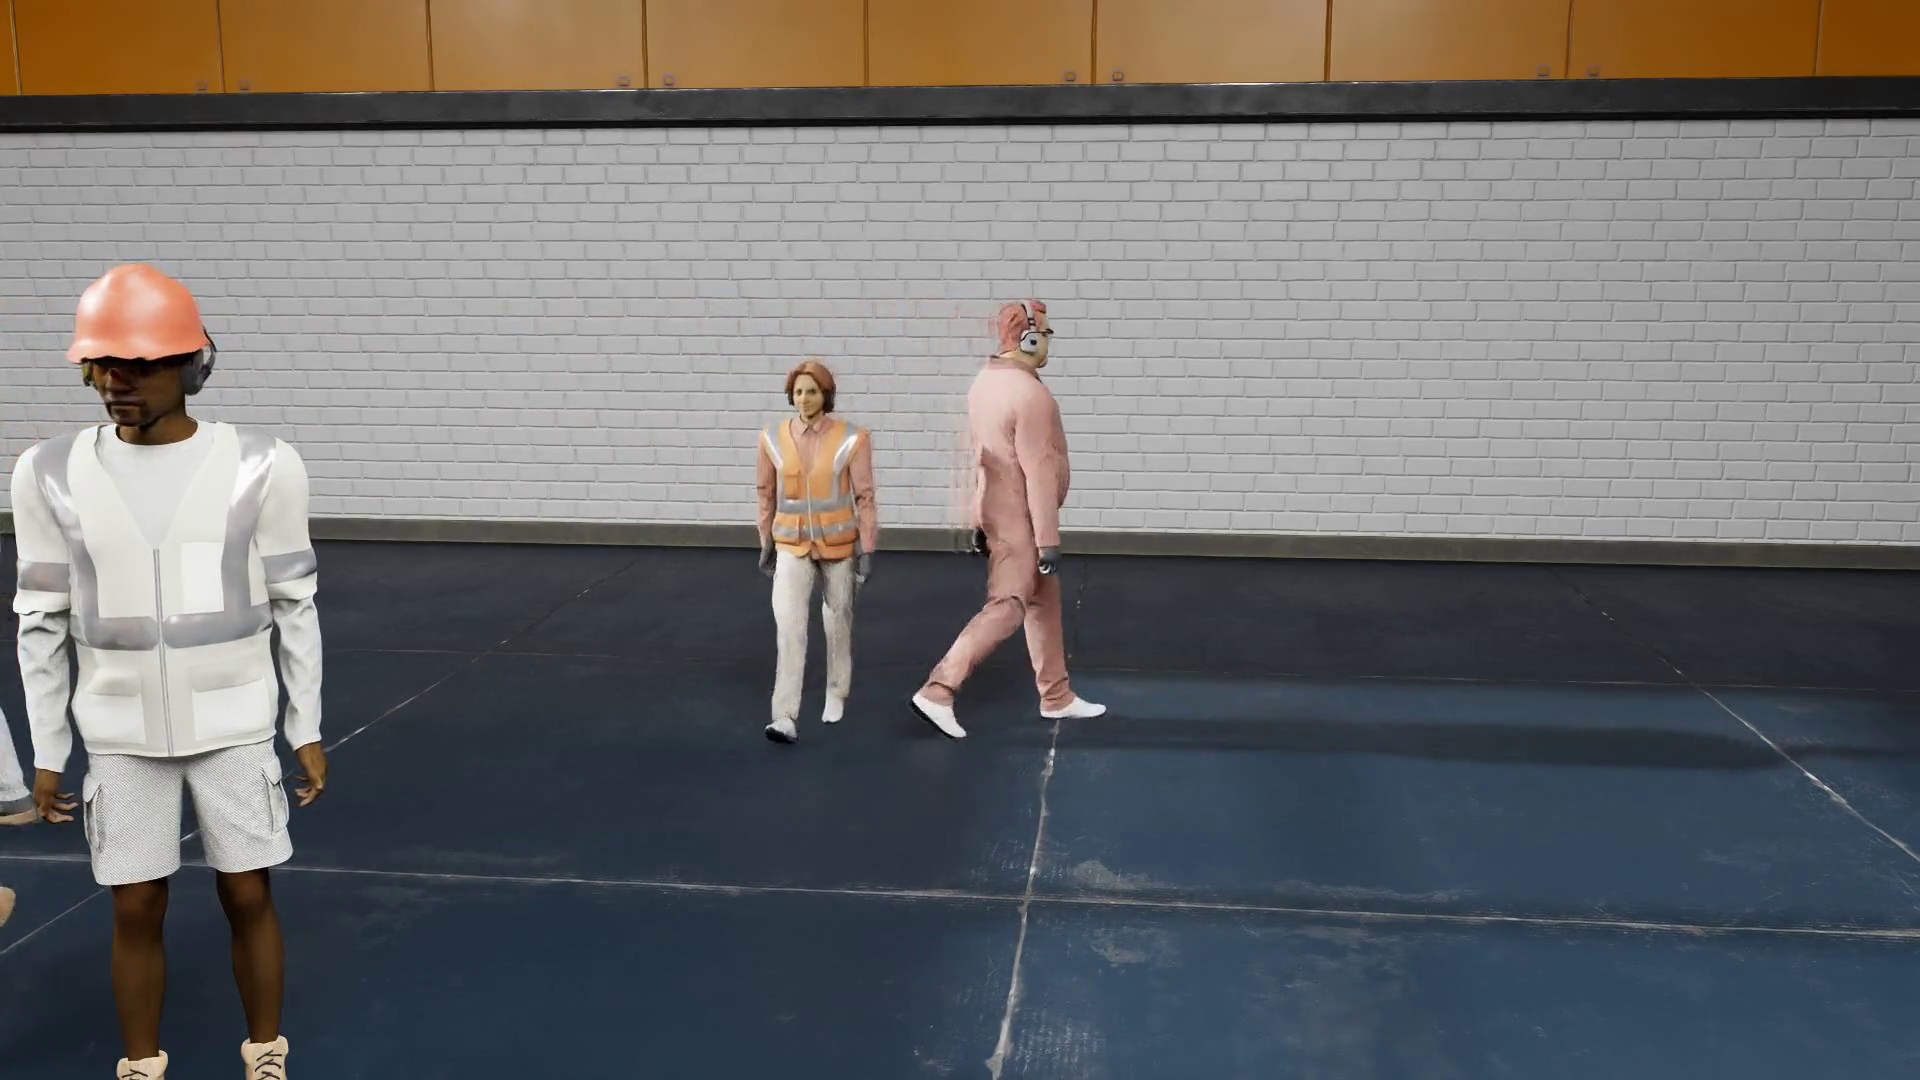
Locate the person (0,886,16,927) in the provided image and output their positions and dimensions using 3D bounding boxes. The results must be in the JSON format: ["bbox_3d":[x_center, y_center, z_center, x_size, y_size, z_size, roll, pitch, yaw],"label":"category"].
[{"bbox_3d":[-2.776,0.382,4.139,0.652,1.964,0.748,4,11,20],"label":"person"}]

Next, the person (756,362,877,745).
[{"bbox_3d":[-0.620,0.057,7.026,0.541,1.591,0.831,1,10,6],"label":"person"}]

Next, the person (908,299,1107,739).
[{"bbox_3d":[0.200,-0.086,7.098,0.922,1.875,0.651,-3,10,-18],"label":"person"}]

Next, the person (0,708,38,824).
[{"bbox_3d":[-3.518,0.183,5.651,0.392,1.844,0.627,1,10,5],"label":"person"}]

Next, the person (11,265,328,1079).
[{"bbox_3d":[-1.741,0.420,3.702,0.616,2.040,0.381,-3,10,-17],"label":"person"}]
